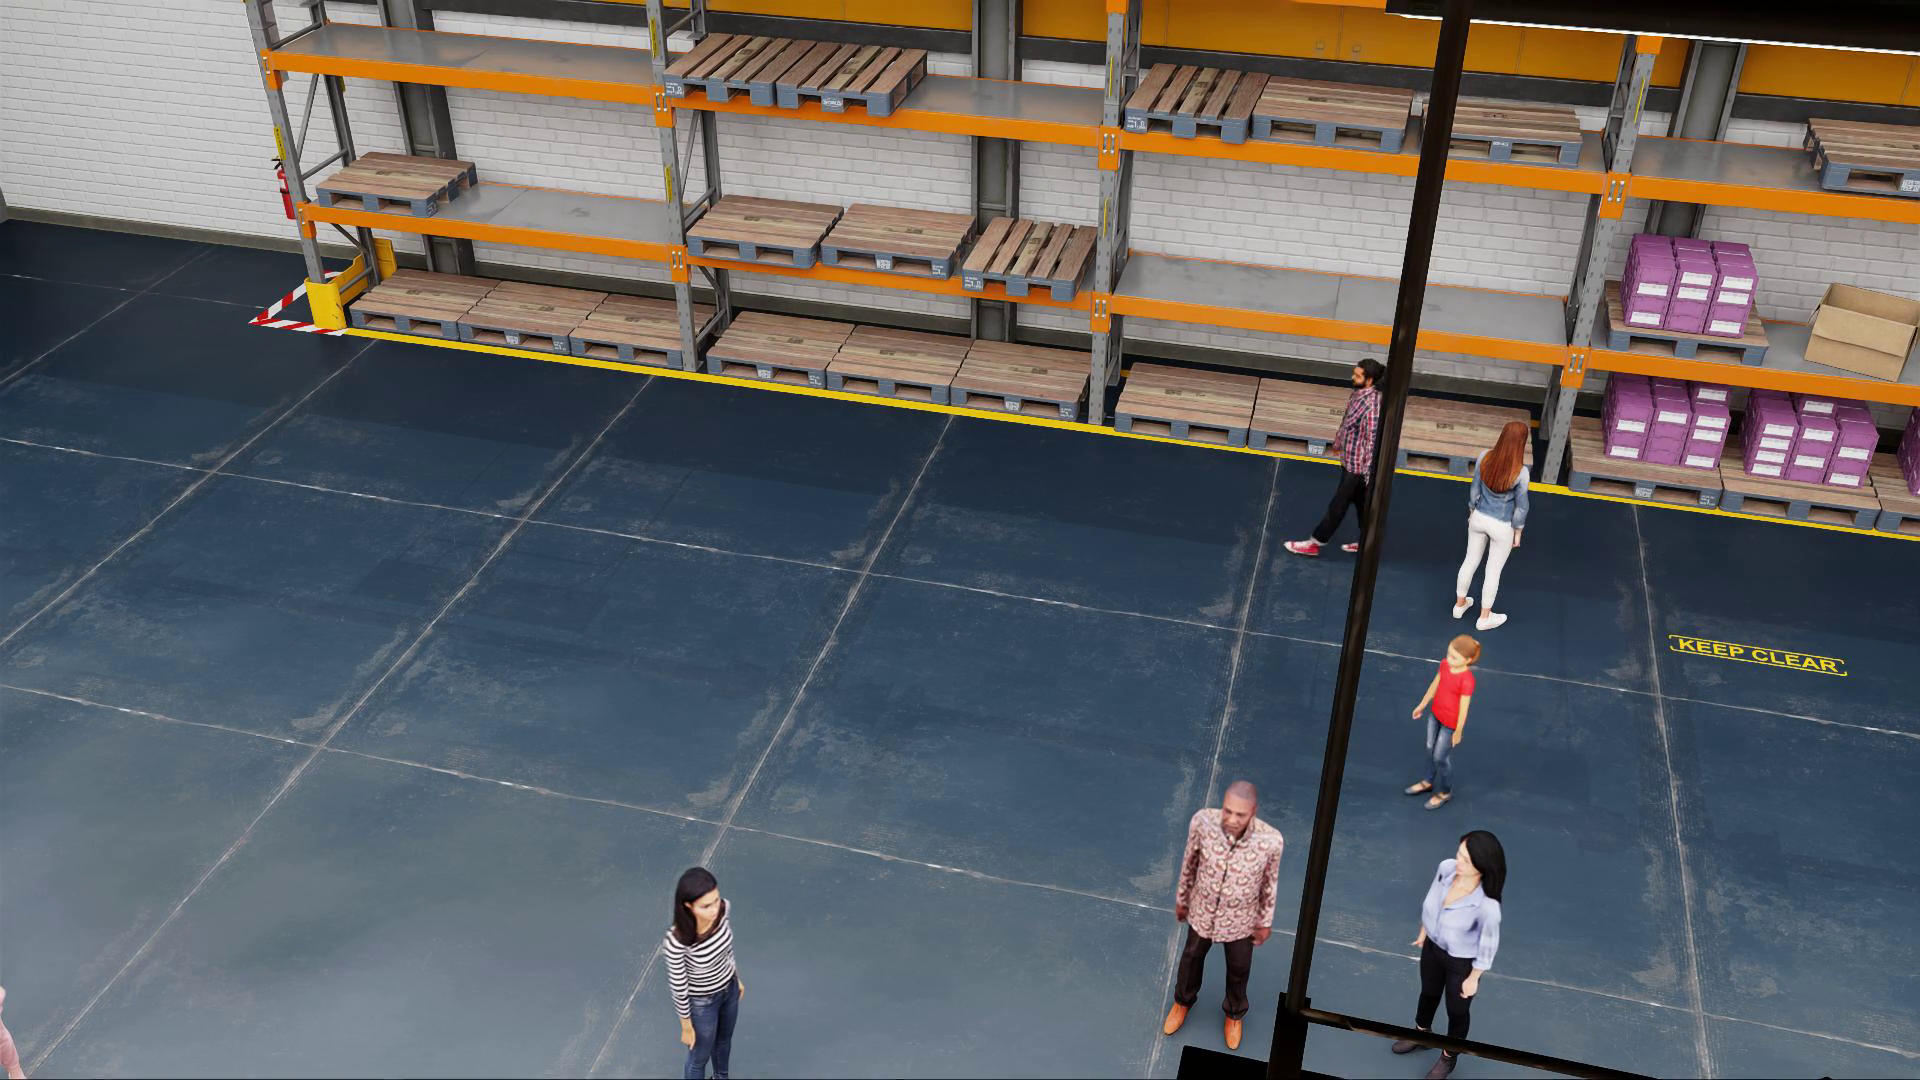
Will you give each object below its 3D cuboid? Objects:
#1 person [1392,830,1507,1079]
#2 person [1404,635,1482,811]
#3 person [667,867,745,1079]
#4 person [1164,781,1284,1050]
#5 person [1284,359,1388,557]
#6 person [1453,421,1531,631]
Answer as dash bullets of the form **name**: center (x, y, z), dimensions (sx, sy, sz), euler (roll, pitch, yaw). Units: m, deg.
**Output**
- **person**: center (2.614, 2.200, 8.789), dimensions (0.758, 1.743, 0.723), euler (-14, 36, -20)
- **person**: center (3.187, 1.142, 10.775), dimensions (0.661, 1.306, 0.608), euler (-9, 35, -13)
- **person**: center (-1.284, 2.352, 8.514), dimensions (0.613, 1.795, 0.654), euler (20, 38, 27)
- **person**: center (1.440, 1.994, 9.039), dimensions (0.541, 1.808, 0.753), euler (11, 35, 16)
- **person**: center (3.200, -0.617, 13.033), dimensions (1.085, 1.735, 0.854), euler (1, 34, 2)
- **person**: center (3.938, -0.115, 12.311), dimensions (0.750, 1.700, 0.642), euler (-26, 41, -33)
